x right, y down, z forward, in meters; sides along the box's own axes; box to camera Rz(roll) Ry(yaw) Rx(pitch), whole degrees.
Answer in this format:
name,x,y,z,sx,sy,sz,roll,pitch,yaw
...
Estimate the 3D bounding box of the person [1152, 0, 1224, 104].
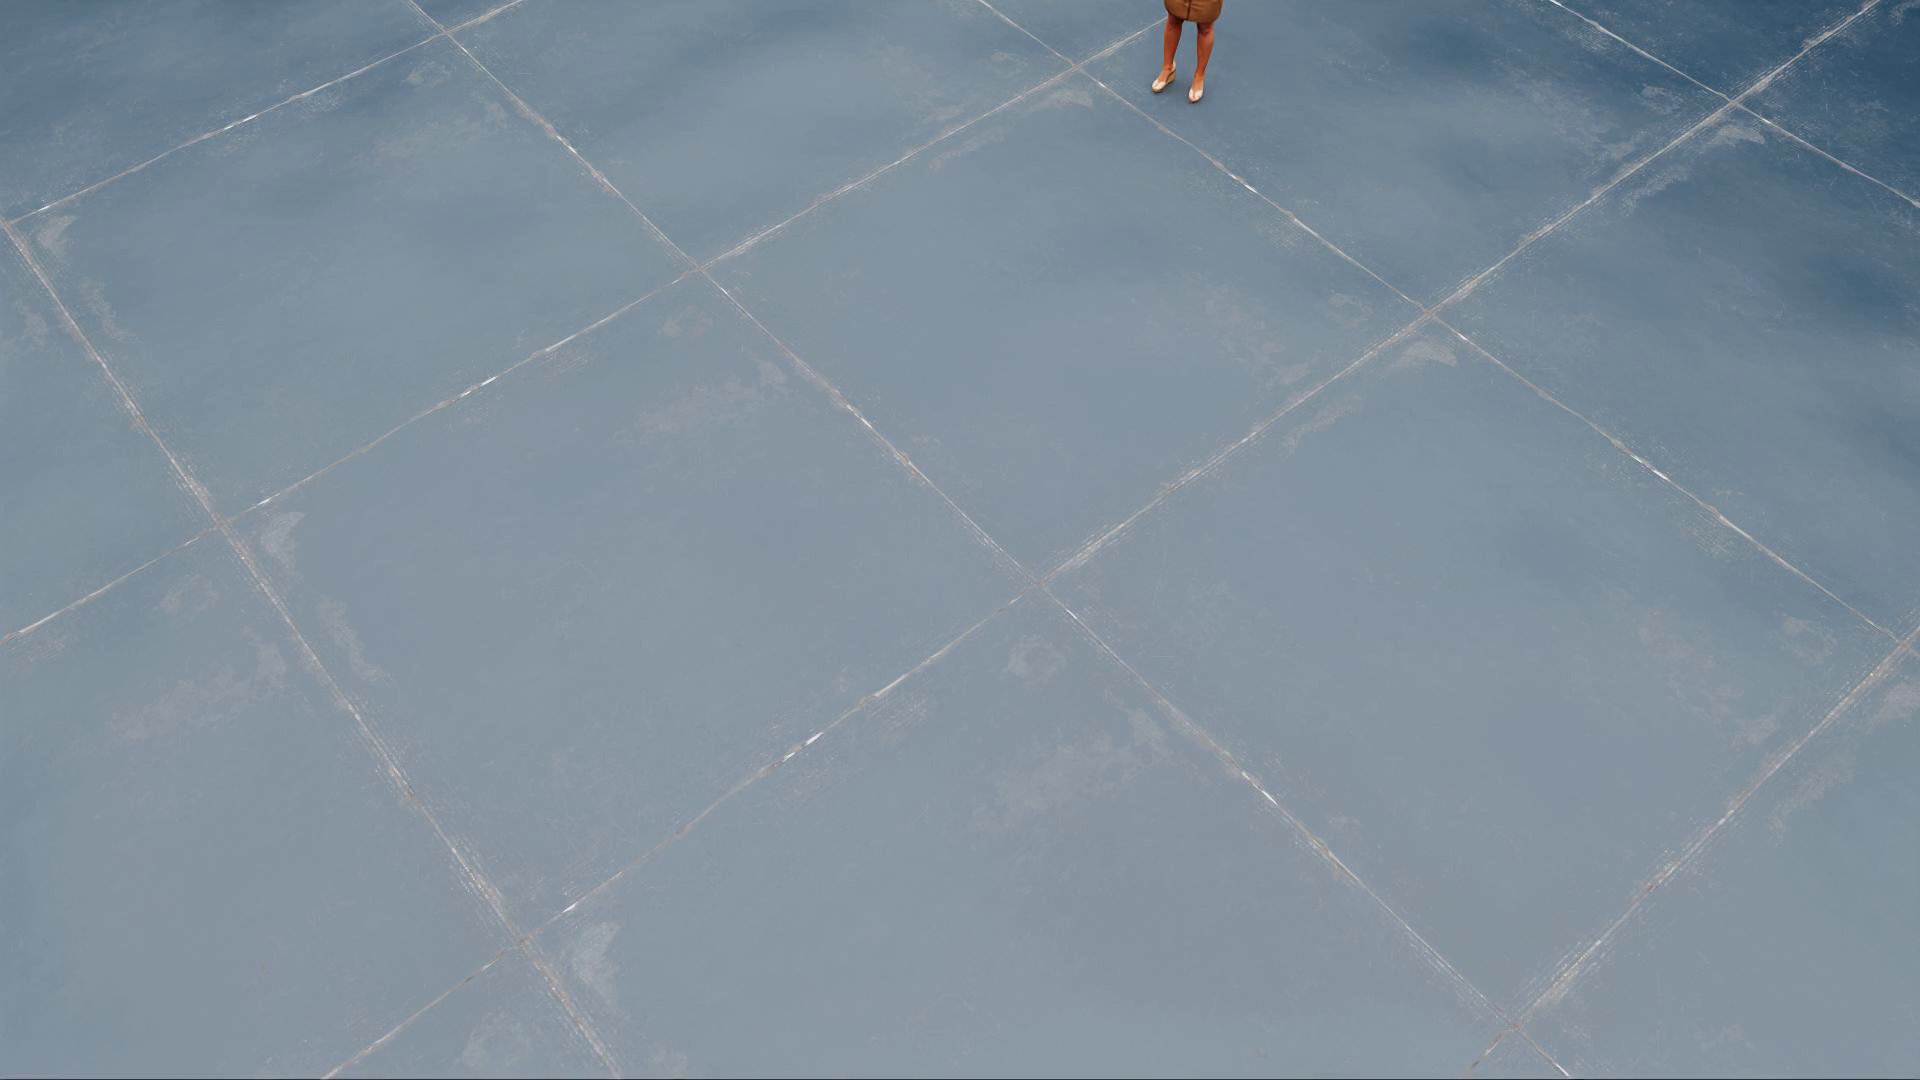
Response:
name,x,y,z,sx,sy,sz,roll,pitch,yaw
person,1.440,-3.438,10.136,0.640,1.689,0.638,20,55,15
